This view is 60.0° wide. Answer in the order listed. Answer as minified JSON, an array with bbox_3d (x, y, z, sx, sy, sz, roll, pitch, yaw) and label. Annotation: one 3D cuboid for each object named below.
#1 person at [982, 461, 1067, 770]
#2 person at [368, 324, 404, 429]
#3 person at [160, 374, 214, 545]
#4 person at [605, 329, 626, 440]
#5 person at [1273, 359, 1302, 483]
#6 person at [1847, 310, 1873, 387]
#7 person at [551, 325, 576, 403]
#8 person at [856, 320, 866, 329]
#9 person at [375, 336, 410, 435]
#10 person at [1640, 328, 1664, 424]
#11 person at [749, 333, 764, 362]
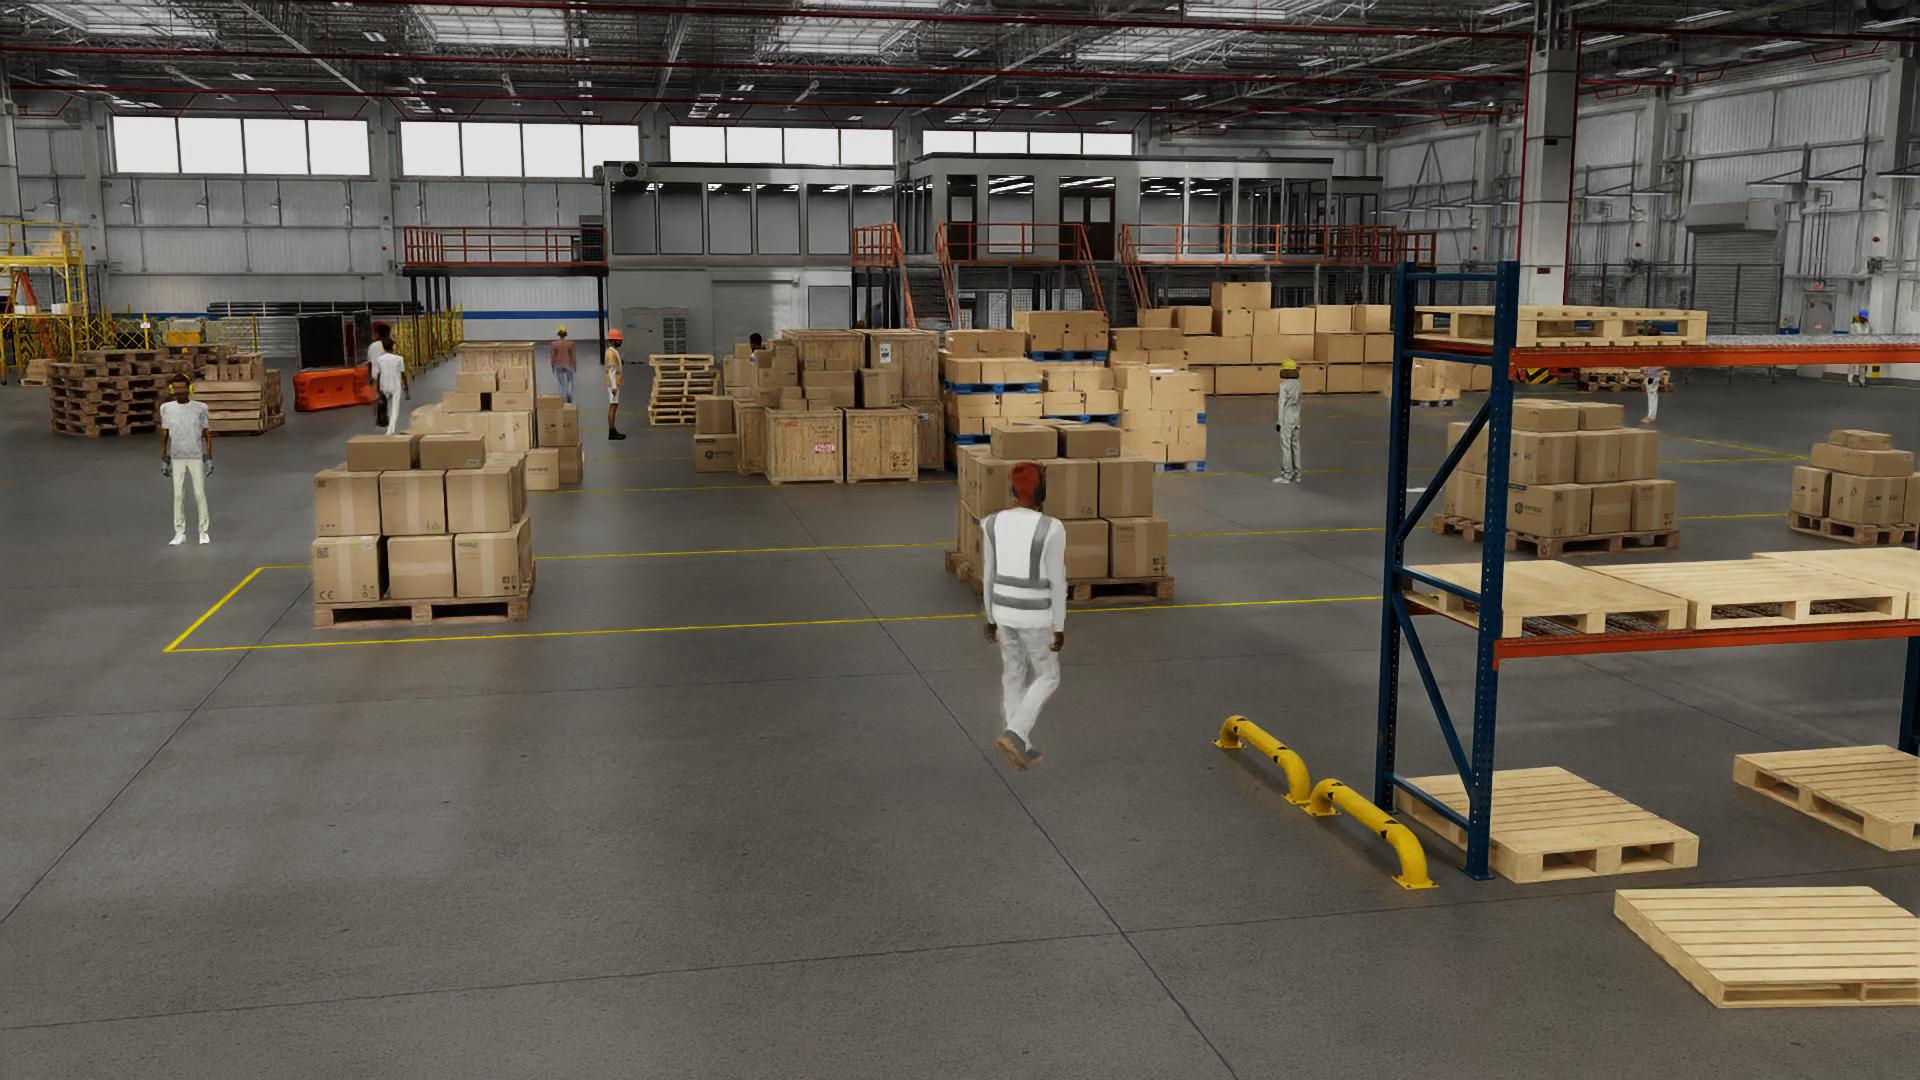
[{"bbox_3d":[0.353,0.467,9.842,0.586,1.869,0.529,6,11,33],"label":"person"},{"bbox_3d":[-10.749,-3.068,31.179,0.619,1.938,0.727,7,11,35],"label":"person"},{"bbox_3d":[-8.377,-0.871,18.022,0.532,1.864,0.310,-2,10,-14],"label":"person"},{"bbox_3d":[-6.012,-2.720,29.073,0.373,1.934,0.551,-1,9,-8],"label":"person"},{"bbox_3d":[4.586,-1.665,23.261,0.330,1.734,0.480,9,13,43],"label":"person"},{"bbox_3d":[22.540,-4.787,41.664,0.617,1.941,0.404,0,9,-1],"label":"person"},{"bbox_3d":[-8.568,-3.762,35.968,0.546,1.747,0.594,-2,9,-9],"label":"person"},{"bbox_3d":[-2.193,-3.952,36.859,0.519,1.844,0.331,1,9,6],"label":"person"},{"bbox_3d":[-9.654,-2.533,28.226,0.514,1.843,0.876,1,9,7],"label":"person"},{"bbox_3d":[13.334,-3.165,32.077,0.429,1.841,0.633,4,10,25],"label":"person"},{"bbox_3d":[-3.329,-2.487,27.724,0.390,1.914,0.588,3,10,18],"label":"person"}]
